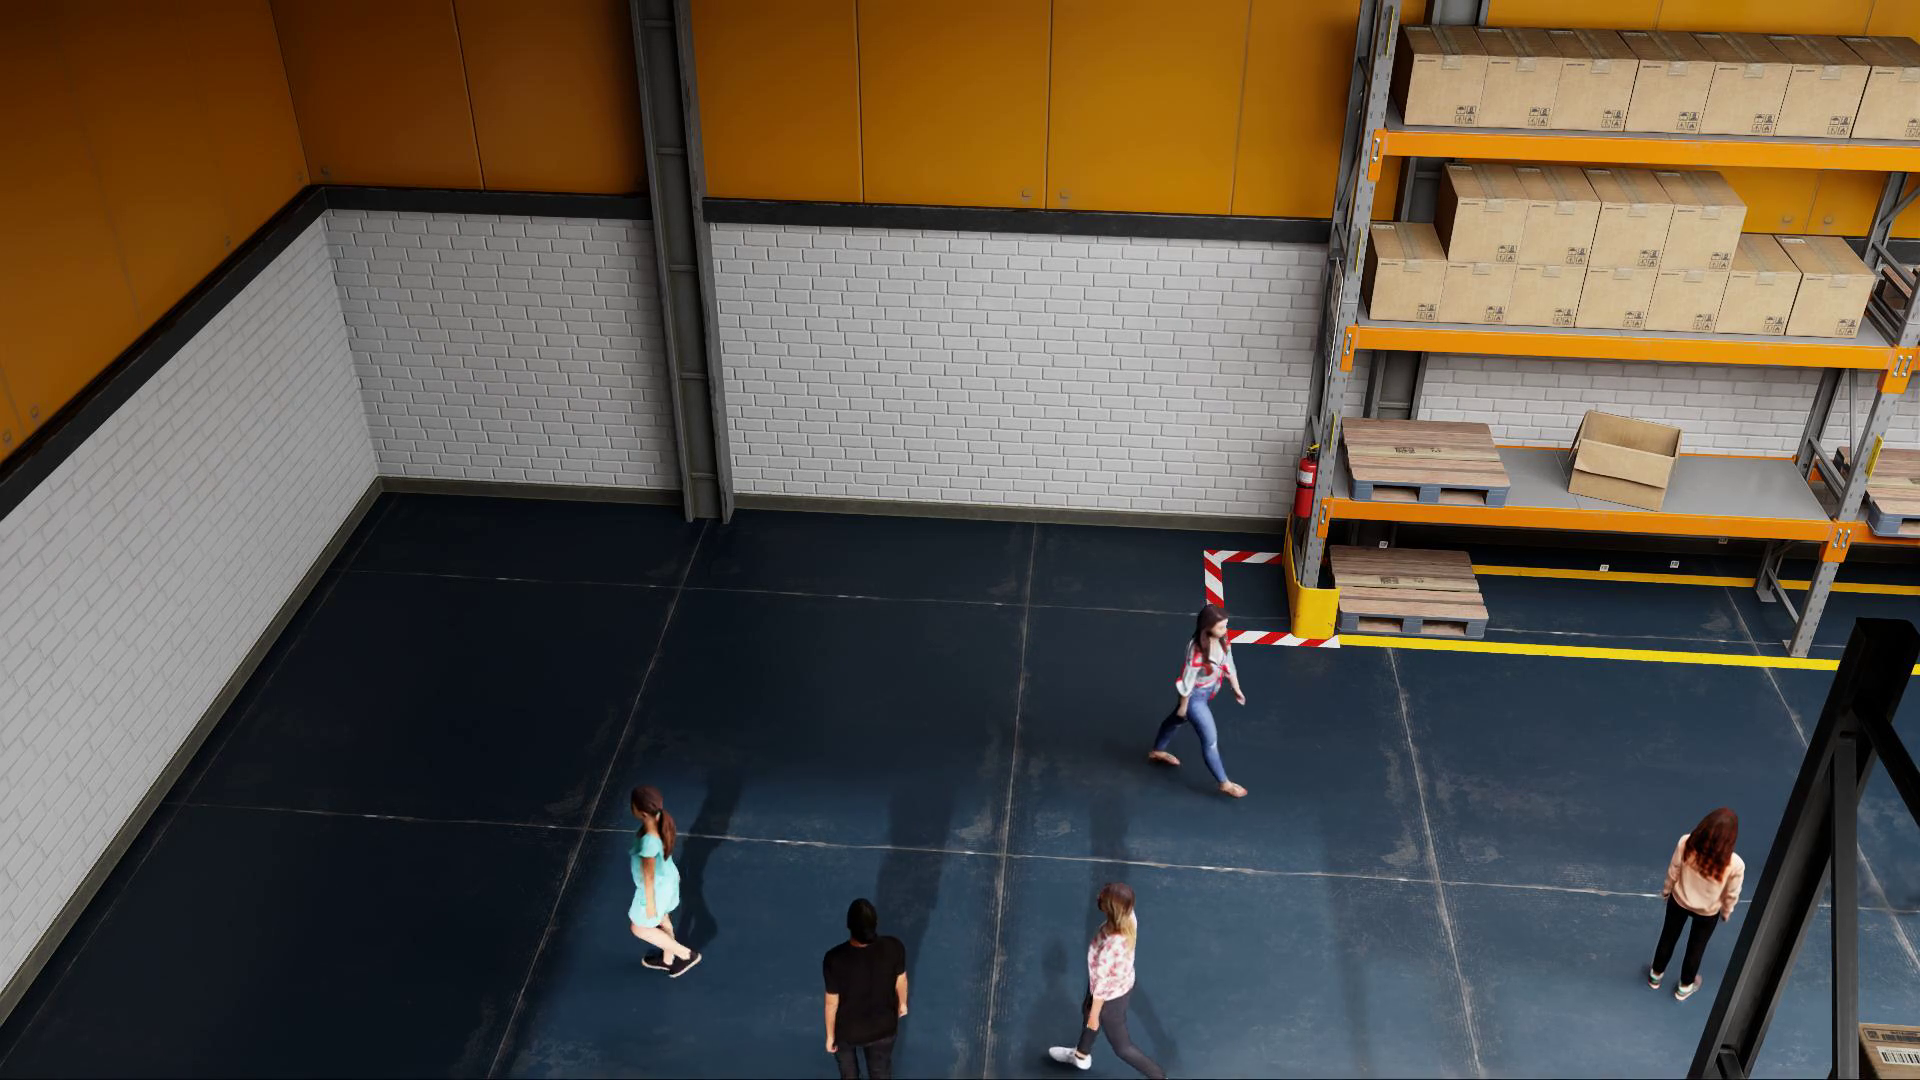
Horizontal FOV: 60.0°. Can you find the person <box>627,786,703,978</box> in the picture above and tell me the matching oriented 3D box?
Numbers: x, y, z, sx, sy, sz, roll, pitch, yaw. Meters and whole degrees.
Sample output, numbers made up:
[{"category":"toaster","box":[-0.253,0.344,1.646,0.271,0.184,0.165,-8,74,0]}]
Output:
[{"category":"person","box":[-1.824,2.157,10.351,0.656,1.549,0.568,5,34,7]}]

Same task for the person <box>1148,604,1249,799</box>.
[{"category":"person","box":[1.632,1.095,11.936,1.159,1.563,0.968,20,38,27]}]

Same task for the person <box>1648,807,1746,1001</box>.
[{"category":"person","box":[4.554,2.233,10.295,0.604,1.483,0.705,23,40,31]}]

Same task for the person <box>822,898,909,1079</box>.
[{"category":"person","box":[-0.513,2.740,9.297,0.779,1.743,0.846,-9,35,-14]}]

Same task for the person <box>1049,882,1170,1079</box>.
[{"category":"person","box":[0.955,2.632,9.587,1.155,1.602,0.799,13,36,18]}]
